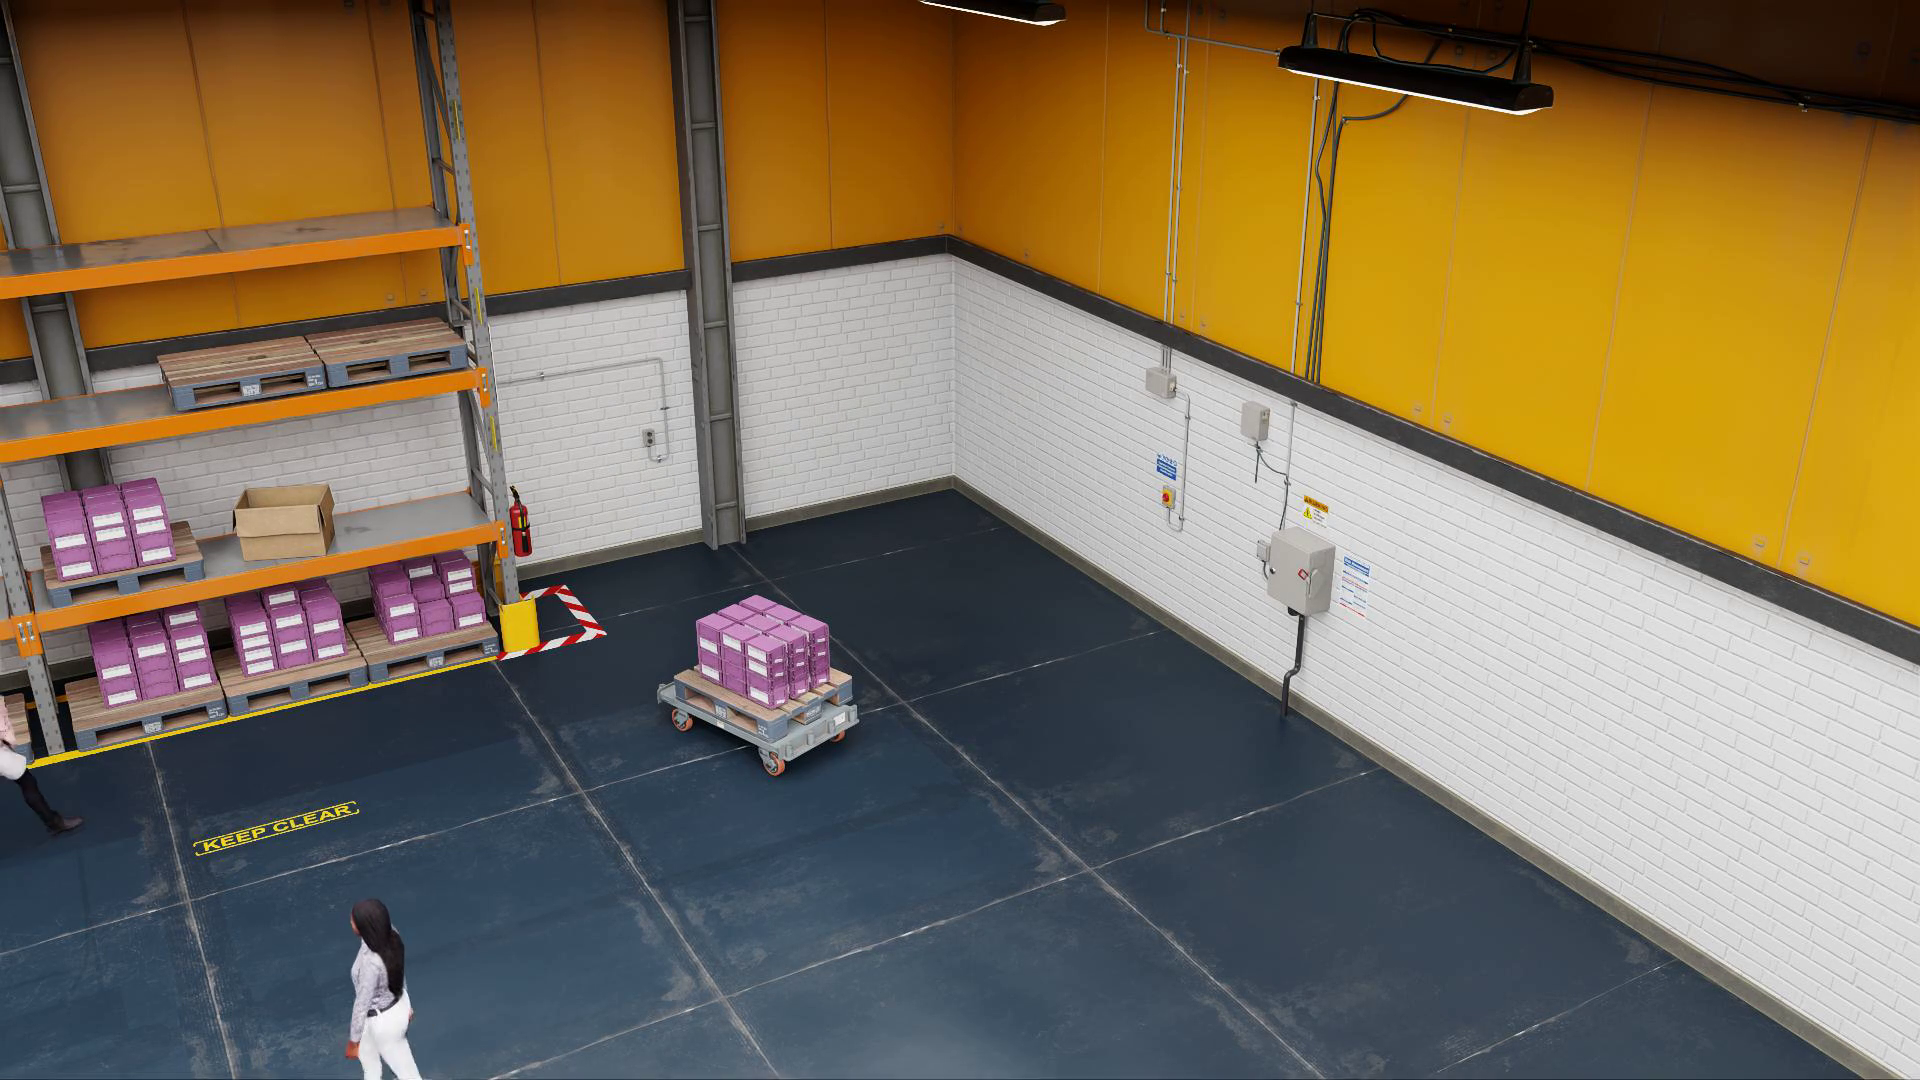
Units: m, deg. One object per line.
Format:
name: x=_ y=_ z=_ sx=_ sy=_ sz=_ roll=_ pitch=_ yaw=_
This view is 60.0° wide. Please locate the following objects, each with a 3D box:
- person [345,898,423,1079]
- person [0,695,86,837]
person: x=-3.269 y=2.841 z=9.765 sx=1.013 sy=1.703 sz=0.840 roll=-2 pitch=24 yaw=-4
person: x=-7.382 y=1.637 z=12.458 sx=1.225 sy=1.753 sz=0.798 roll=-19 pitch=30 yaw=-36
